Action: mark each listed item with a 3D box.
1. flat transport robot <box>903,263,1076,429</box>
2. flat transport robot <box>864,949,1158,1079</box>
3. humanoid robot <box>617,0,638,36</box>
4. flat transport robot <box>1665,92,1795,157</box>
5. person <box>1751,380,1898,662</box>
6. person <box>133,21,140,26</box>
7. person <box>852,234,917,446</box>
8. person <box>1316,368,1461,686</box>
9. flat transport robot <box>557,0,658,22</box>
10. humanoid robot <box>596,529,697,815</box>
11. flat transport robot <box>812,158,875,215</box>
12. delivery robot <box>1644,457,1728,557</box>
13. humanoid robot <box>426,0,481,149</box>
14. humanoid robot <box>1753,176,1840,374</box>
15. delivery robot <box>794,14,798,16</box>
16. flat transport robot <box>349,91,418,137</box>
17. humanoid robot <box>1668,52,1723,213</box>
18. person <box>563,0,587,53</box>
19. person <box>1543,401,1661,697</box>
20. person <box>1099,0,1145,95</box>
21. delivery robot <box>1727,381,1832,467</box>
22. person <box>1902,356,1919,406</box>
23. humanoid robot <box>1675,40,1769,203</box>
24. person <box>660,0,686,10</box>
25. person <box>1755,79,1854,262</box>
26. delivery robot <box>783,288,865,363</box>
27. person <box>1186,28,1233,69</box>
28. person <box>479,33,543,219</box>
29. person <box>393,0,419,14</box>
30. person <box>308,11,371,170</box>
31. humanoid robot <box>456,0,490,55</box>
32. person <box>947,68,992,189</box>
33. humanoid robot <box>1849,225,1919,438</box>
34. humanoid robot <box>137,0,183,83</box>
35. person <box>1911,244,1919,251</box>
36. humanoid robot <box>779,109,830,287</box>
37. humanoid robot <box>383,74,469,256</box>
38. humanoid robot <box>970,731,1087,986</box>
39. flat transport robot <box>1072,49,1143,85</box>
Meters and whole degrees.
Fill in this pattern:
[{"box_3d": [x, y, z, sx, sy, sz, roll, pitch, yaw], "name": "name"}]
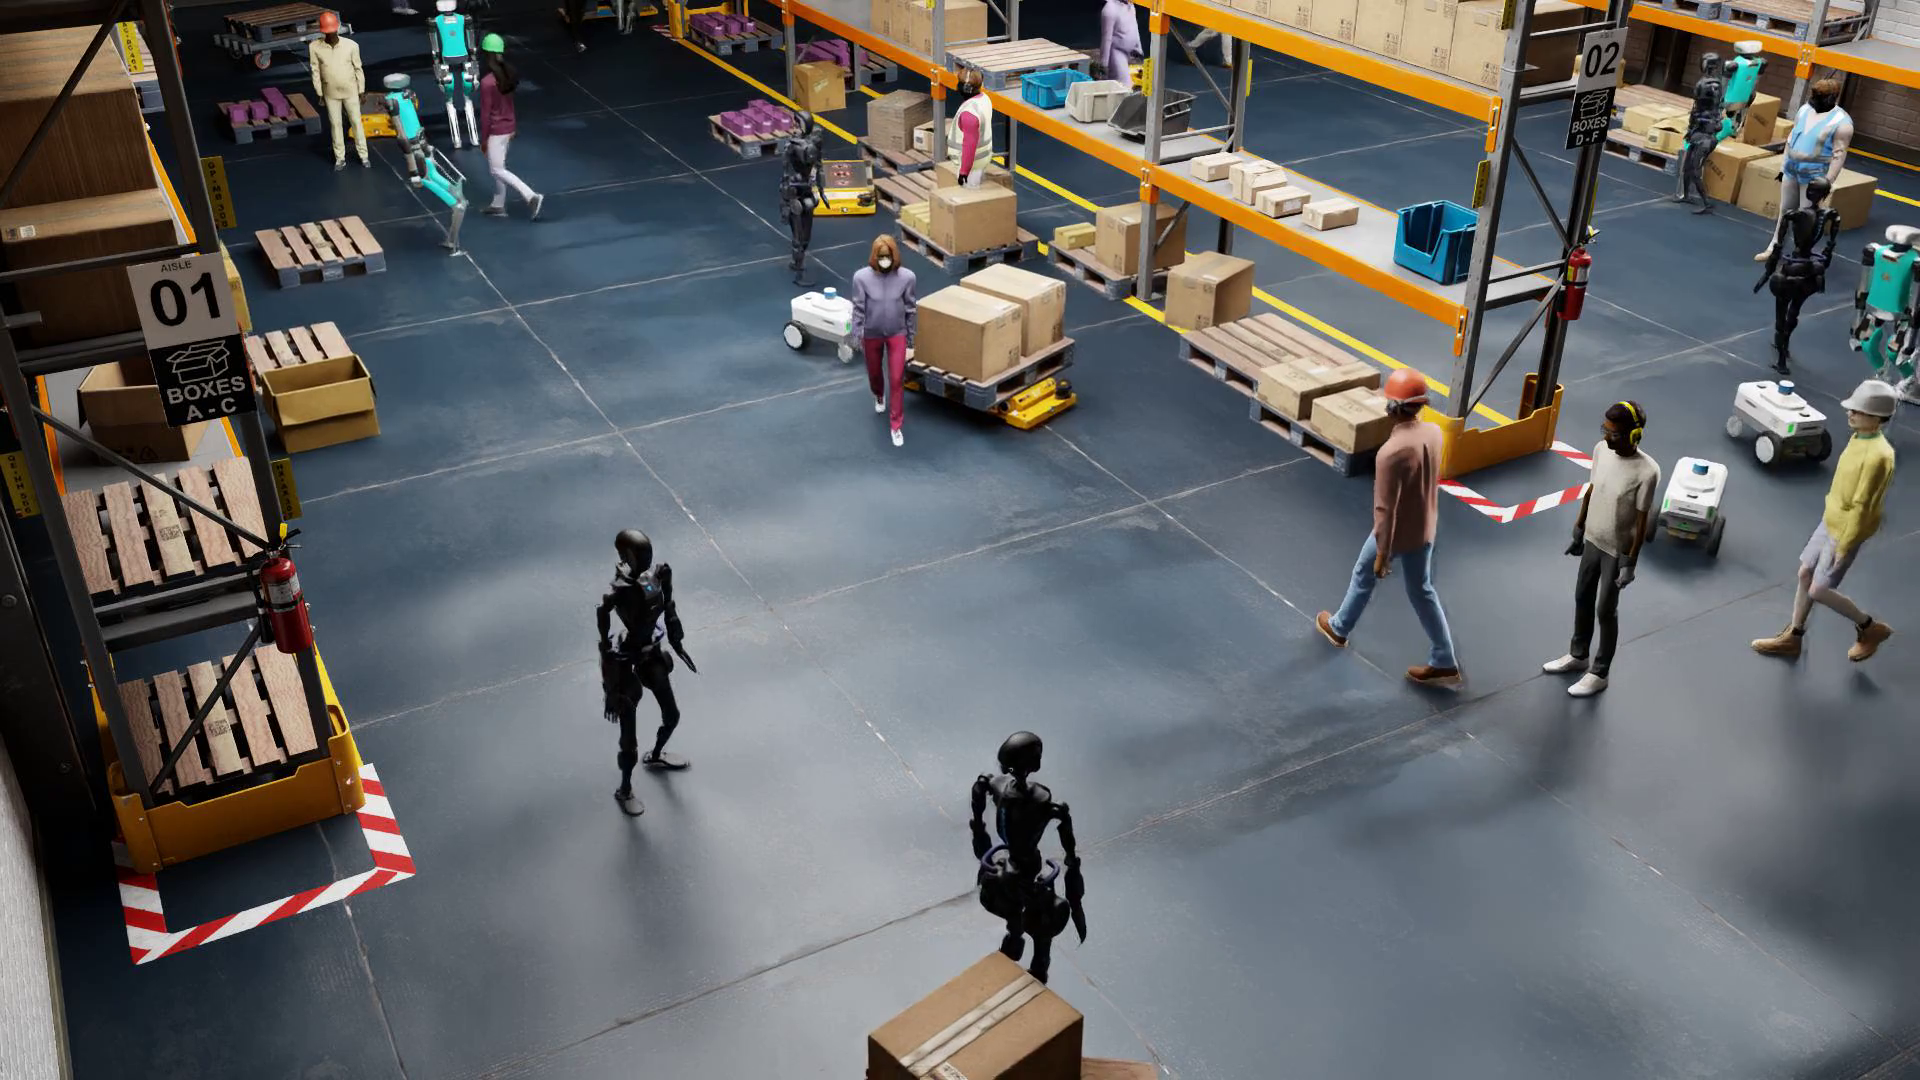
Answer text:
[{"box_3d": [0.188, -1.285, 13.646, 1.431, 0.231, 0.659, 22, 37, 34], "name": "flat transport robot"}, {"box_3d": [0.158, 2.705, 6.701, 0.659, 0.231, 1.431, 4, 30, 7], "name": "flat transport robot"}, {"box_3d": [-4.965, -8.382, 24.515, 0.558, 1.779, 0.713, 6, 30, 11], "name": "humanoid robot"}, {"box_3d": [8.720, -4.366, 19.010, 0.659, 0.231, 1.431, -15, 33, -25], "name": "flat transport robot"}, {"box_3d": [5.315, -0.071, 9.927, 0.627, 1.873, 0.491, 5, 30, 8], "name": "person"}, {"box_3d": [-10.762, -6.755, 21.553, 1.027, 1.892, 0.634, 15, 33, 25], "name": "person"}, {"box_3d": [-0.581, -1.603, 12.857, 0.501, 1.612, 0.741, -1, 30, -2], "name": "person"}, {"box_3d": [2.644, -0.065, 9.866, 0.680, 1.927, 1.028, -21, 36, -32], "name": "person"}, {"box_3d": [-5.453, -8.223, 25.724, 1.431, 0.231, 0.659, -12, 32, -19], "name": "flat transport robot"}, {"box_3d": [-1.712, 0.648, 8.858, 0.387, 1.638, 0.599, 19, 35, 29], "name": "humanoid robot"}, {"box_3d": [-1.277, -3.858, 18.125, 0.659, 0.231, 1.431, -2, 30, -4], "name": "flat transport robot"}, {"box_3d": [5.109, -0.280, 11.596, 0.499, 0.581, 0.777, 15, 33, 25], "name": "delivery robot"}, {"box_3d": [-5.871, -5.460, 19.358, 0.530, 1.713, 0.700, -11, 32, -18], "name": "humanoid robot"}, {"box_3d": [6.968, -2.246, 13.924, 0.609, 1.647, 0.599, -5, 30, -8], "name": "humanoid robot"}, {"box_3d": [-2.365, -8.479, 25.895, 0.801, 0.607, 0.499, -5, 30, -9], "name": "delivery robot"}, {"box_3d": [-7.138, -5.284, 20.609, 0.659, 0.231, 1.431, -5, 30, -8], "name": "flat transport robot"}, {"box_3d": [7.832, -4.297, 17.476, 0.412, 1.635, 0.612, 1, 30, 2], "name": "humanoid robot"}, {"box_3d": [-5.489, -7.814, 23.573, 0.788, 1.690, 0.922, -13, 33, -22], "name": "person"}, {"box_3d": [3.770, 0.045, 9.744, 0.352, 1.856, 0.523, -12, 32, -19], "name": "person"}, {"box_3d": [1.927, -5.837, 19.976, 0.996, 1.852, 0.651, 14, 33, 23], "name": "person"}, {"box_3d": [6.266, -0.917, 12.716, 0.499, 0.591, 0.768, -6, 30, -10], "name": "delivery robot"}, {"box_3d": [7.871, -1.831, 12.971, 0.748, 1.891, 0.586, 22, 37, 33], "name": "person"}, {"box_3d": [8.022, -4.474, 17.706, 0.531, 1.762, 0.754, -11, 32, -19], "name": "humanoid robot"}, {"box_3d": [-4.562, -9.181, 25.900, 0.562, 1.751, 0.339, -8, 31, -14], "name": "person"}, {"box_3d": [8.083, -3.481, 15.894, 0.429, 1.839, 0.629, -11, 32, -19], "name": "person"}, {"box_3d": [-1.135, -1.887, 14.427, 0.812, 0.614, 0.499, 22, 36, 33], "name": "delivery robot"}, {"box_3d": [3.491, -7.362, 22.620, 0.761, 1.869, 0.575, 20, 36, 31], "name": "person"}, {"box_3d": [-4.720, -4.234, 17.130, 0.803, 1.909, 0.512, 9, 31, 15], "name": "person"}, {"box_3d": [-8.606, -8.937, 25.623, 0.558, 1.593, 0.570, 5, 30, 8], "name": "person"}, {"box_3d": [-6.981, -5.059, 18.728, 0.558, 1.748, 0.329, -8, 31, -14], "name": "person"}, {"box_3d": [-6.916, -7.616, 23.258, 0.589, 1.636, 0.507, 3, 30, 5], "name": "humanoid robot"}, {"box_3d": [0.090, -3.677, 16.232, 0.429, 1.844, 0.621, 6, 31, 11], "name": "person"}, {"box_3d": [7.124, -1.563, 12.665, 0.714, 1.782, 0.534, -15, 33, -25], "name": "humanoid robot"}, {"box_3d": [-10.575, -6.749, 21.744, 0.593, 1.658, 0.415, -18, 34, -28], "name": "humanoid robot"}, {"box_3d": [9.796, -3.699, 16.361, 0.605, 1.752, 0.420, -3, 30, -6], "name": "person"}, {"box_3d": [-1.498, -3.249, 15.676, 0.470, 1.645, 0.603, 23, 37, 34], "name": "humanoid robot"}, {"box_3d": [-5.127, -3.663, 16.337, 0.807, 1.801, 0.553, -1, 30, -1], "name": "humanoid robot"}, {"box_3d": [0.306, 1.516, 7.346, 0.591, 1.647, 0.386, 19, 35, 29], "name": "humanoid robot"}, {"box_3d": [2.038, -6.431, 22.605, 0.659, 0.231, 1.431, -9, 31, -16], "name": "flat transport robot"}]
